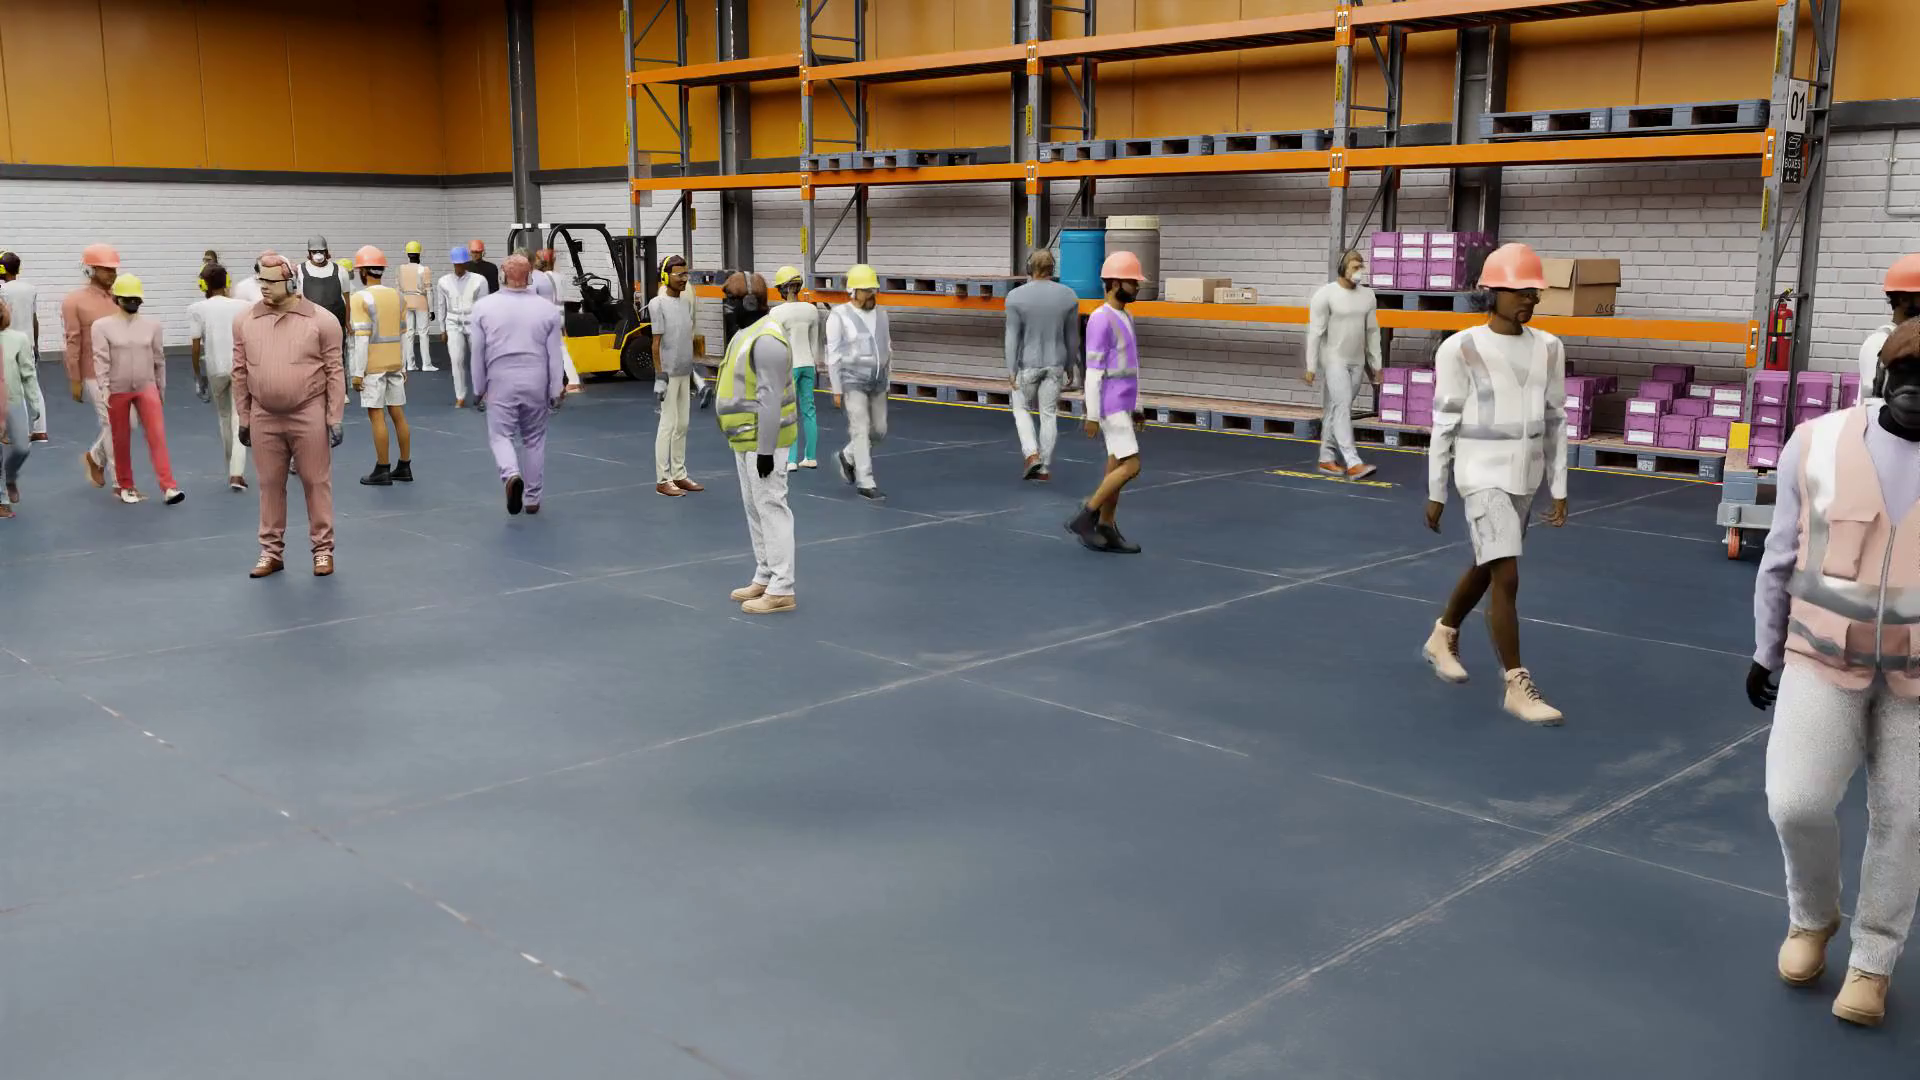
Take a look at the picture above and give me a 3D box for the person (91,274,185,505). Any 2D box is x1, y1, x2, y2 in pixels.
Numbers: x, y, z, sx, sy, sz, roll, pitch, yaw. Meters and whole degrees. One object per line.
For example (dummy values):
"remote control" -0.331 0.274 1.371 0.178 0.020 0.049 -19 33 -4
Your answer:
"person" -6.137 -1.096 12.378 0.537 1.725 0.861 -9 14 -40

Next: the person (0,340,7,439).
"person" -6.299 -0.764 10.511 0.519 1.751 0.509 -6 12 -31

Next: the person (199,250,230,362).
"person" -12.007 -3.799 26.969 0.515 1.791 1.013 2 11 12

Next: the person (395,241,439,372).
"person" -8.071 -3.460 24.721 0.591 1.927 0.366 2 11 13

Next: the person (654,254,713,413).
"person" -3.174 -2.318 18.814 0.613 1.816 0.598 5 12 26

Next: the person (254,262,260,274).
"person" -9.869 -3.122 23.636 0.882 1.656 0.544 9 14 42

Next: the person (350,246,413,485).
"person" -4.735 -1.411 13.524 0.373 1.933 0.551 5 12 25

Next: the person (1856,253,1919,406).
"person" 4.404 -0.370 7.842 0.366 1.939 0.542 9 14 42

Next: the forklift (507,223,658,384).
"forklift" -5.316 -3.263 22.920 2.313 2.155 1.214 -10 14 -44

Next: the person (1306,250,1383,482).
"person" 3.259 -1.440 13.802 0.653 1.895 0.910 -6 12 -29

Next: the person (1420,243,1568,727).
"person" 2.316 -0.278 7.194 0.621 1.999 1.025 -4 11 -20

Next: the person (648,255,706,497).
"person" -2.213 -1.281 12.998 0.315 1.869 0.534 4 11 23

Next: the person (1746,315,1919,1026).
"person" 2.370 0.341 4.257 0.658 1.828 0.446 7 12 33

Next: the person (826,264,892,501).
"person" -0.791 -1.219 12.823 0.586 1.811 0.641 -9 14 -40

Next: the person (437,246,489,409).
"person" -5.833 -2.519 19.687 0.640 1.906 0.810 -2 11 -8

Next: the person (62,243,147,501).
"person" -6.608 -1.296 12.833 0.838 1.973 0.628 6 12 28

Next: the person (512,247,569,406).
"person" -4.832 -2.403 19.050 0.629 1.896 0.899 9 13 39

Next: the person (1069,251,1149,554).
"person" 1.008 -0.849 10.507 0.397 1.922 0.547 3 11 18

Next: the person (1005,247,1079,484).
"person" 0.655 -1.407 13.533 0.636 1.921 0.432 -2 11 -11

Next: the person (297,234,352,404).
"person" -7.623 -2.635 19.910 0.688 2.000 0.539 -5 12 -27

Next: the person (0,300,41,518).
"person" -6.949 -0.973 12.002 0.532 1.613 0.474 -9 14 -42

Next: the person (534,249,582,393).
"person" -5.332 -2.799 21.364 1.002 1.827 0.594 0 10 2

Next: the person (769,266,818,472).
"person" -1.440 -1.466 14.308 0.321 1.761 0.522 9 14 42

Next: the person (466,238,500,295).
"person" -7.260 -3.560 25.127 0.634 1.978 0.667 -2 11 -10

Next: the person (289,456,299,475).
"person" -5.685 -1.332 13.987 0.530 1.595 0.792 0 10 -1

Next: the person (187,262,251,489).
"person" -5.910 -1.326 13.430 0.526 1.807 1.033 -3 11 -17

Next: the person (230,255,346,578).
"person" -3.981 -0.724 9.867 0.643 1.905 0.399 -1 10 -5

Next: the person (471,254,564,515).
"person" -3.152 -1.090 11.896 0.642 1.892 0.692 -4 11 -20

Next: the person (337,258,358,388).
"person" -8.162 -2.844 21.922 0.497 1.723 0.618 6 12 29

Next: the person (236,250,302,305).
"person" -7.086 -2.044 17.127 0.640 1.877 0.805 -6 12 -28

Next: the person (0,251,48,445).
"person" -9.153 -1.853 16.115 0.327 1.867 0.561 3 11 15

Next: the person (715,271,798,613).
"person" -1.103 -0.528 9.009 0.434 1.833 0.627 -4 11 -18
